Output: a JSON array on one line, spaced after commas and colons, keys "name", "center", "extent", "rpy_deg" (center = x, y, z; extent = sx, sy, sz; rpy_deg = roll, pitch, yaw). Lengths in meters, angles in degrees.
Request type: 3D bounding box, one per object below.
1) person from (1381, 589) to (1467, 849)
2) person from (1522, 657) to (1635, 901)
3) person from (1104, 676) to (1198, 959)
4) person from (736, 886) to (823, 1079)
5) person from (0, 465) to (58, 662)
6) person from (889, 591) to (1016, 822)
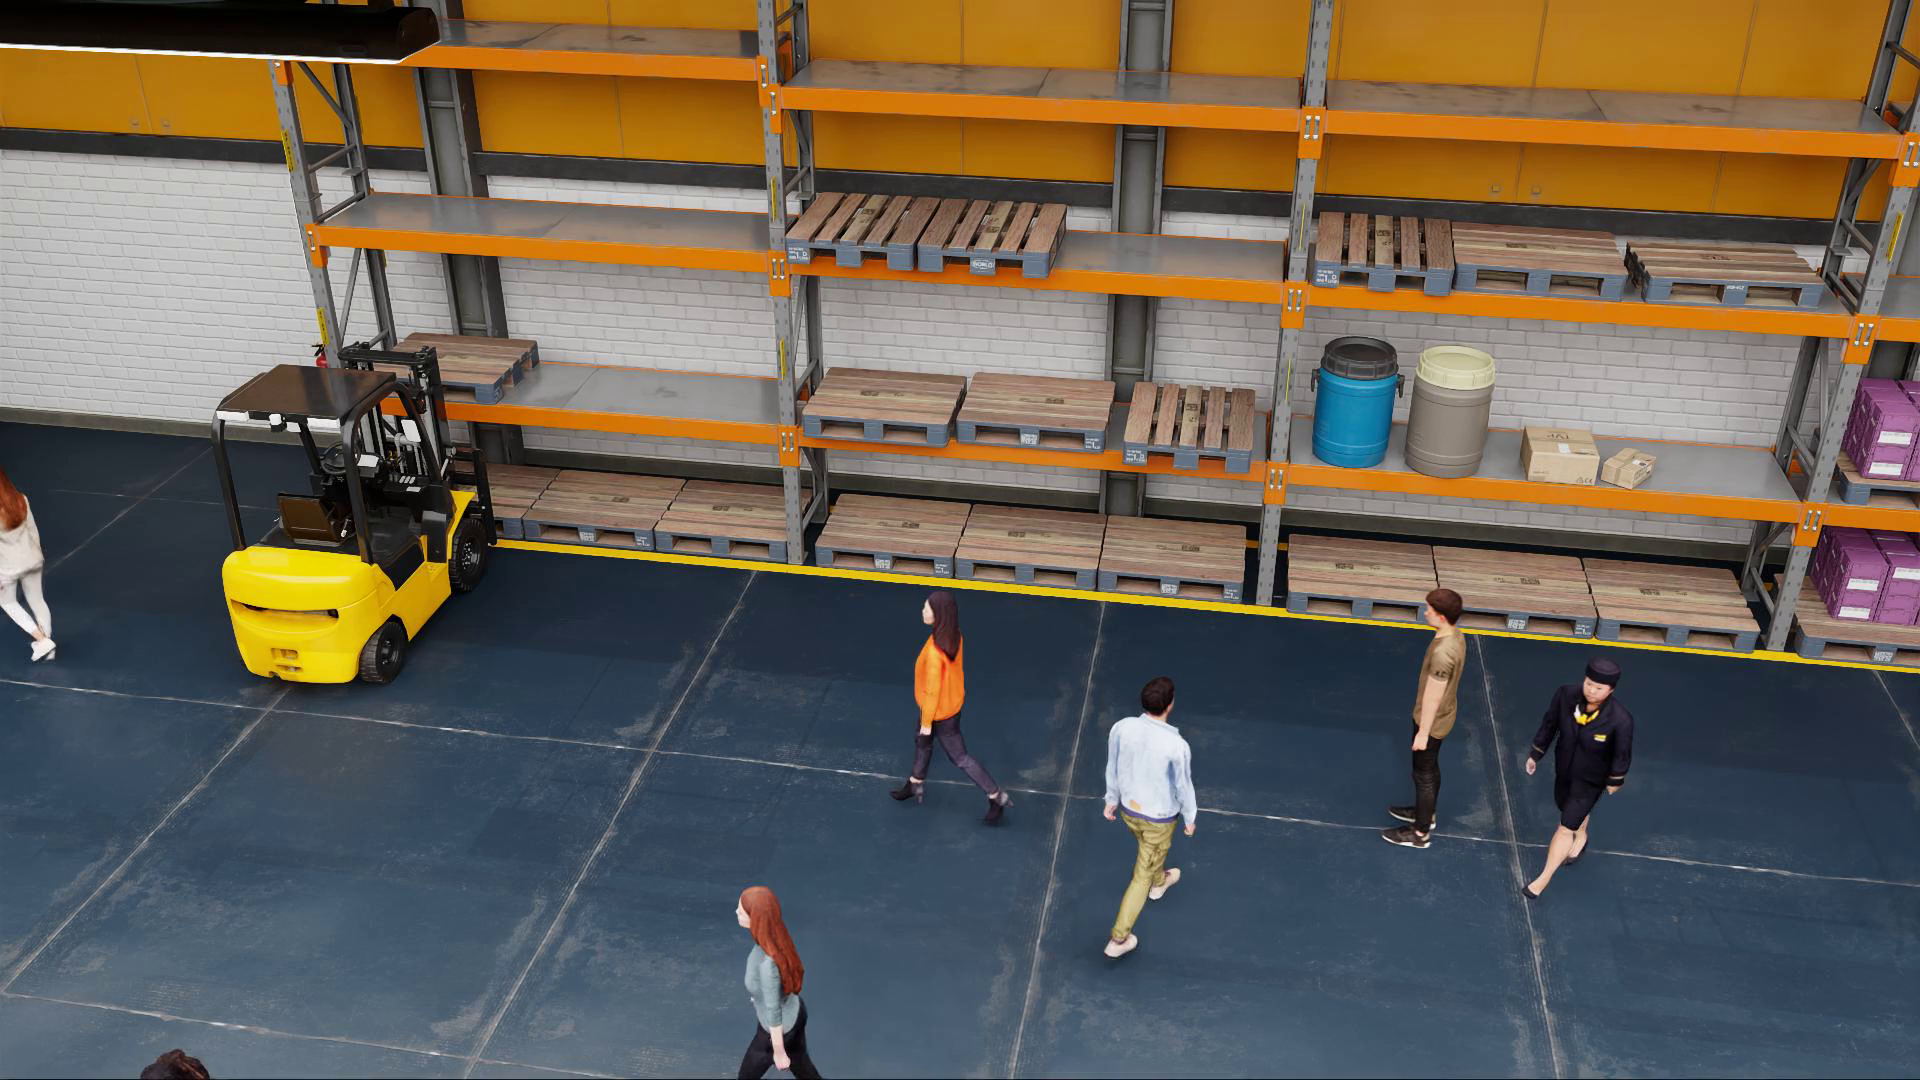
[{"name": "person", "center": [3.063, 1.144, 10.737], "extent": [0.620, 1.849, 0.699], "rpy_deg": [9, 30, 16]}, {"name": "person", "center": [3.928, 1.439, 10.426], "extent": [1.162, 1.629, 1.108], "rpy_deg": [-19, 34, -31]}, {"name": "person", "center": [1.079, 1.669, 9.863], "extent": [1.235, 1.765, 1.127], "rpy_deg": [21, 35, 33]}, {"name": "person", "center": [-0.840, 2.477, 8.440], "extent": [1.050, 1.709, 0.691], "rpy_deg": [2, 29, 3]}, {"name": "person", "center": [-7.106, 0.201, 12.619], "extent": [0.768, 1.701, 0.722], "rpy_deg": [16, 32, 27]}, {"name": "person", "center": [-0.017, 1.127, 10.910], "extent": [1.102, 1.713, 0.641], "rpy_deg": [5, 29, 9]}]
